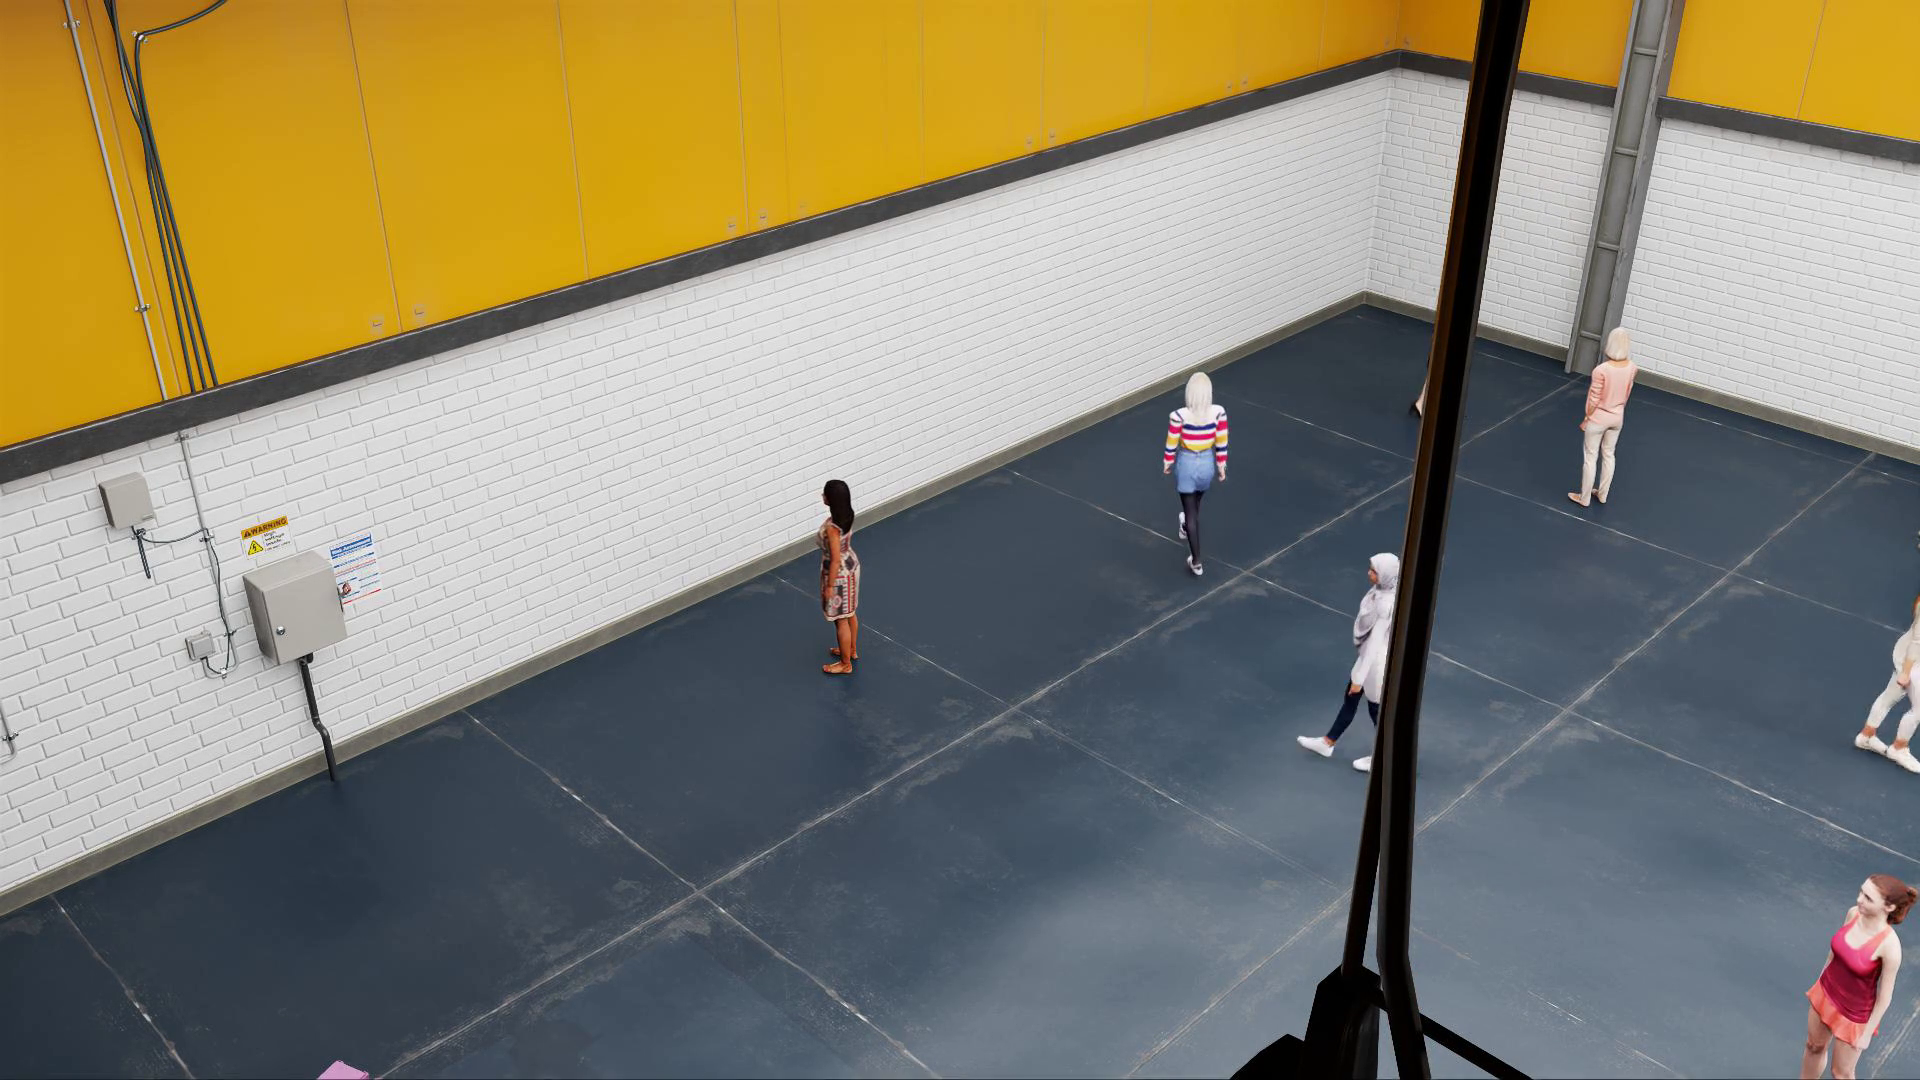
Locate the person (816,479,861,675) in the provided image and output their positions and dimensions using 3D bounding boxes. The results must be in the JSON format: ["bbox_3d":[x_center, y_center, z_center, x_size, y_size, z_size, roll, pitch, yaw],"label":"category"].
[{"bbox_3d":[-0.924,0.268,12.842,0.729,1.645,0.725,6,29,10],"label":"person"}]

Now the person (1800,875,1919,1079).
[{"bbox_3d":[4.652,2.451,8.728,0.710,1.752,0.625,-5,29,-9],"label":"person"}]

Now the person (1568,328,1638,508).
[{"bbox_3d":[5.938,-1.132,15.326,0.681,1.725,0.674,-9,30,-16],"label":"person"}]

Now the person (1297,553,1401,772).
[{"bbox_3d":[2.969,0.882,11.597,1.032,1.761,0.936,4,29,8],"label":"person"}]

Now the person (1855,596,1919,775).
[{"bbox_3d":[6.667,0.815,11.789,0.755,1.692,0.679,20,34,32],"label":"person"}]

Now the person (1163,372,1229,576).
[{"bbox_3d":[2.023,-0.540,14.204,1.069,1.760,1.201,-4,29,-7],"label":"person"}]
